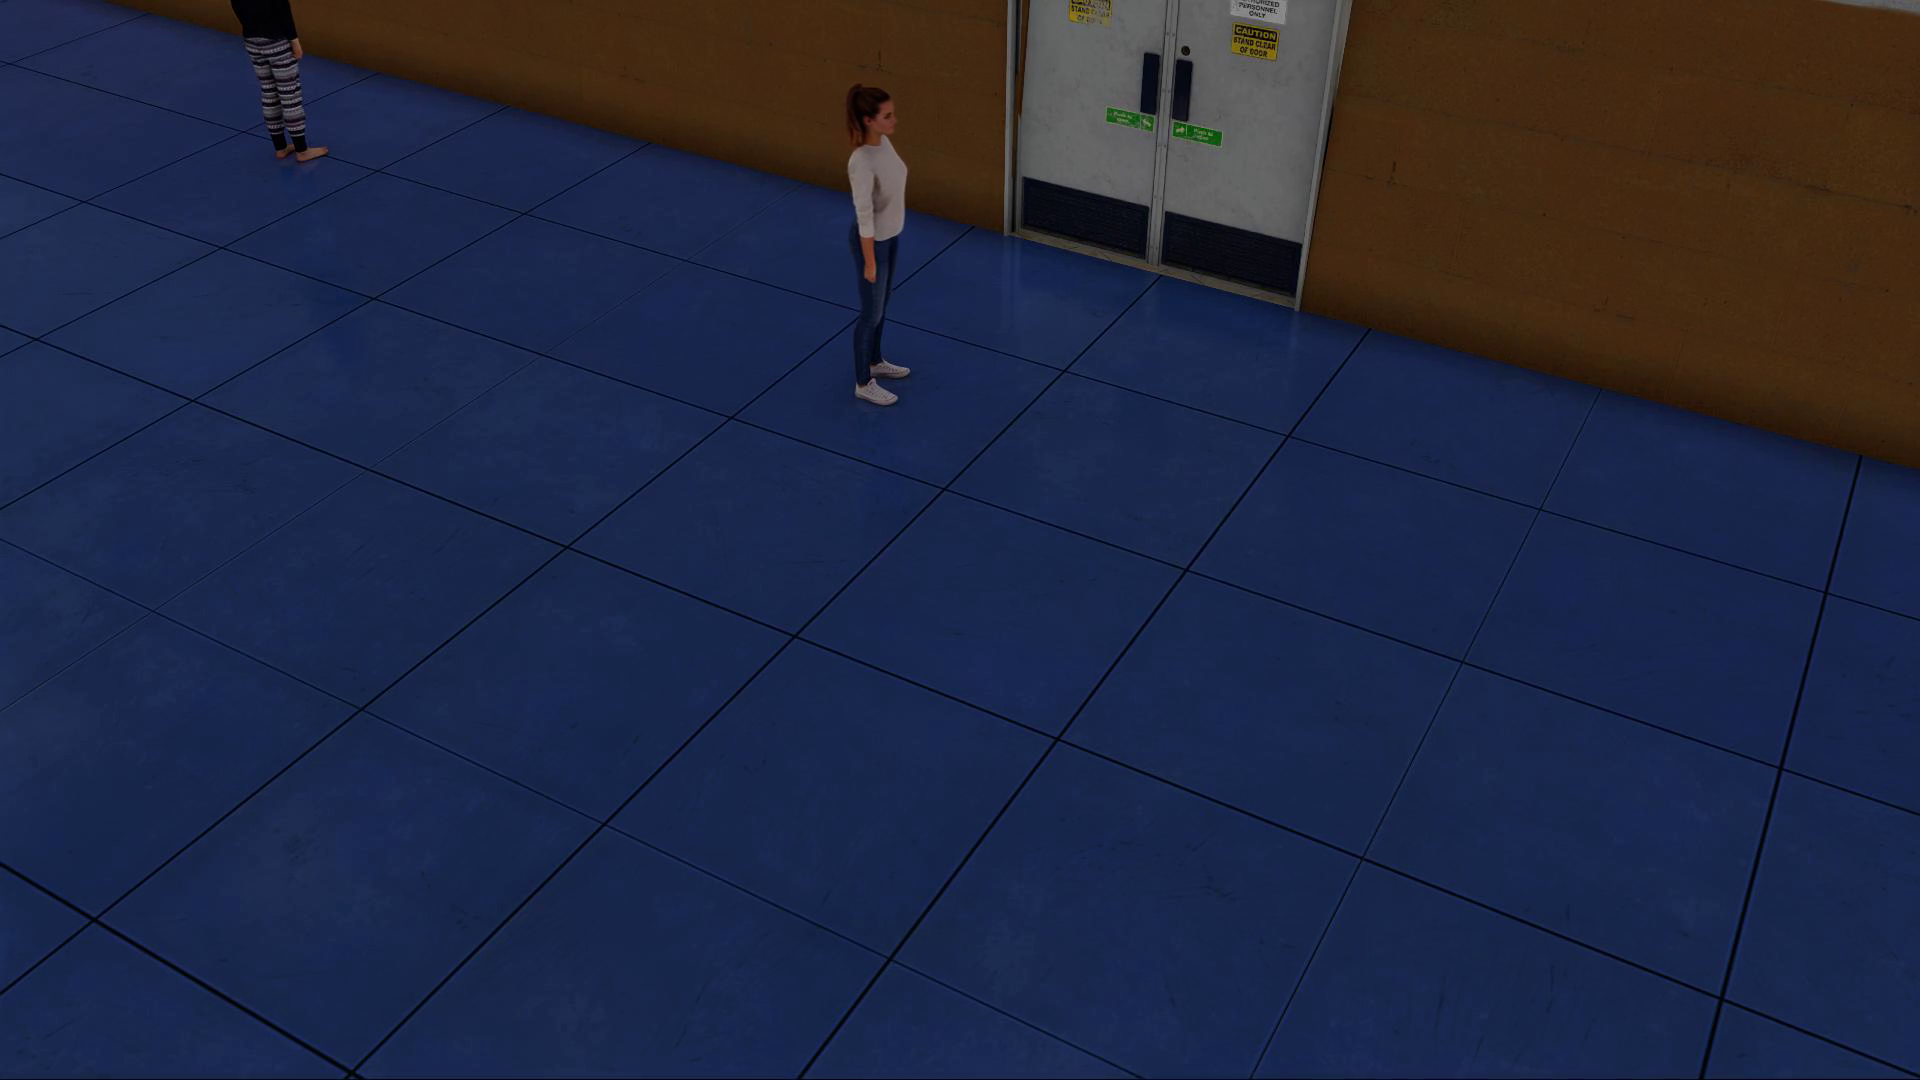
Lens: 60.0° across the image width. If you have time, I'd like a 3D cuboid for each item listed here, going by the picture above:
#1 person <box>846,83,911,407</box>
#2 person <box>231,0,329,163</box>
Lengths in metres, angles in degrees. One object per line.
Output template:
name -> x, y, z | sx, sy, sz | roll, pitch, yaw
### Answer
person -> -0.445, -1.548, 8.723 | 0.719, 1.719, 0.546 | 9, 38, 12
person -> -4.661, -3.404, 11.183 | 0.621, 1.733, 0.527 | 16, 40, 20
